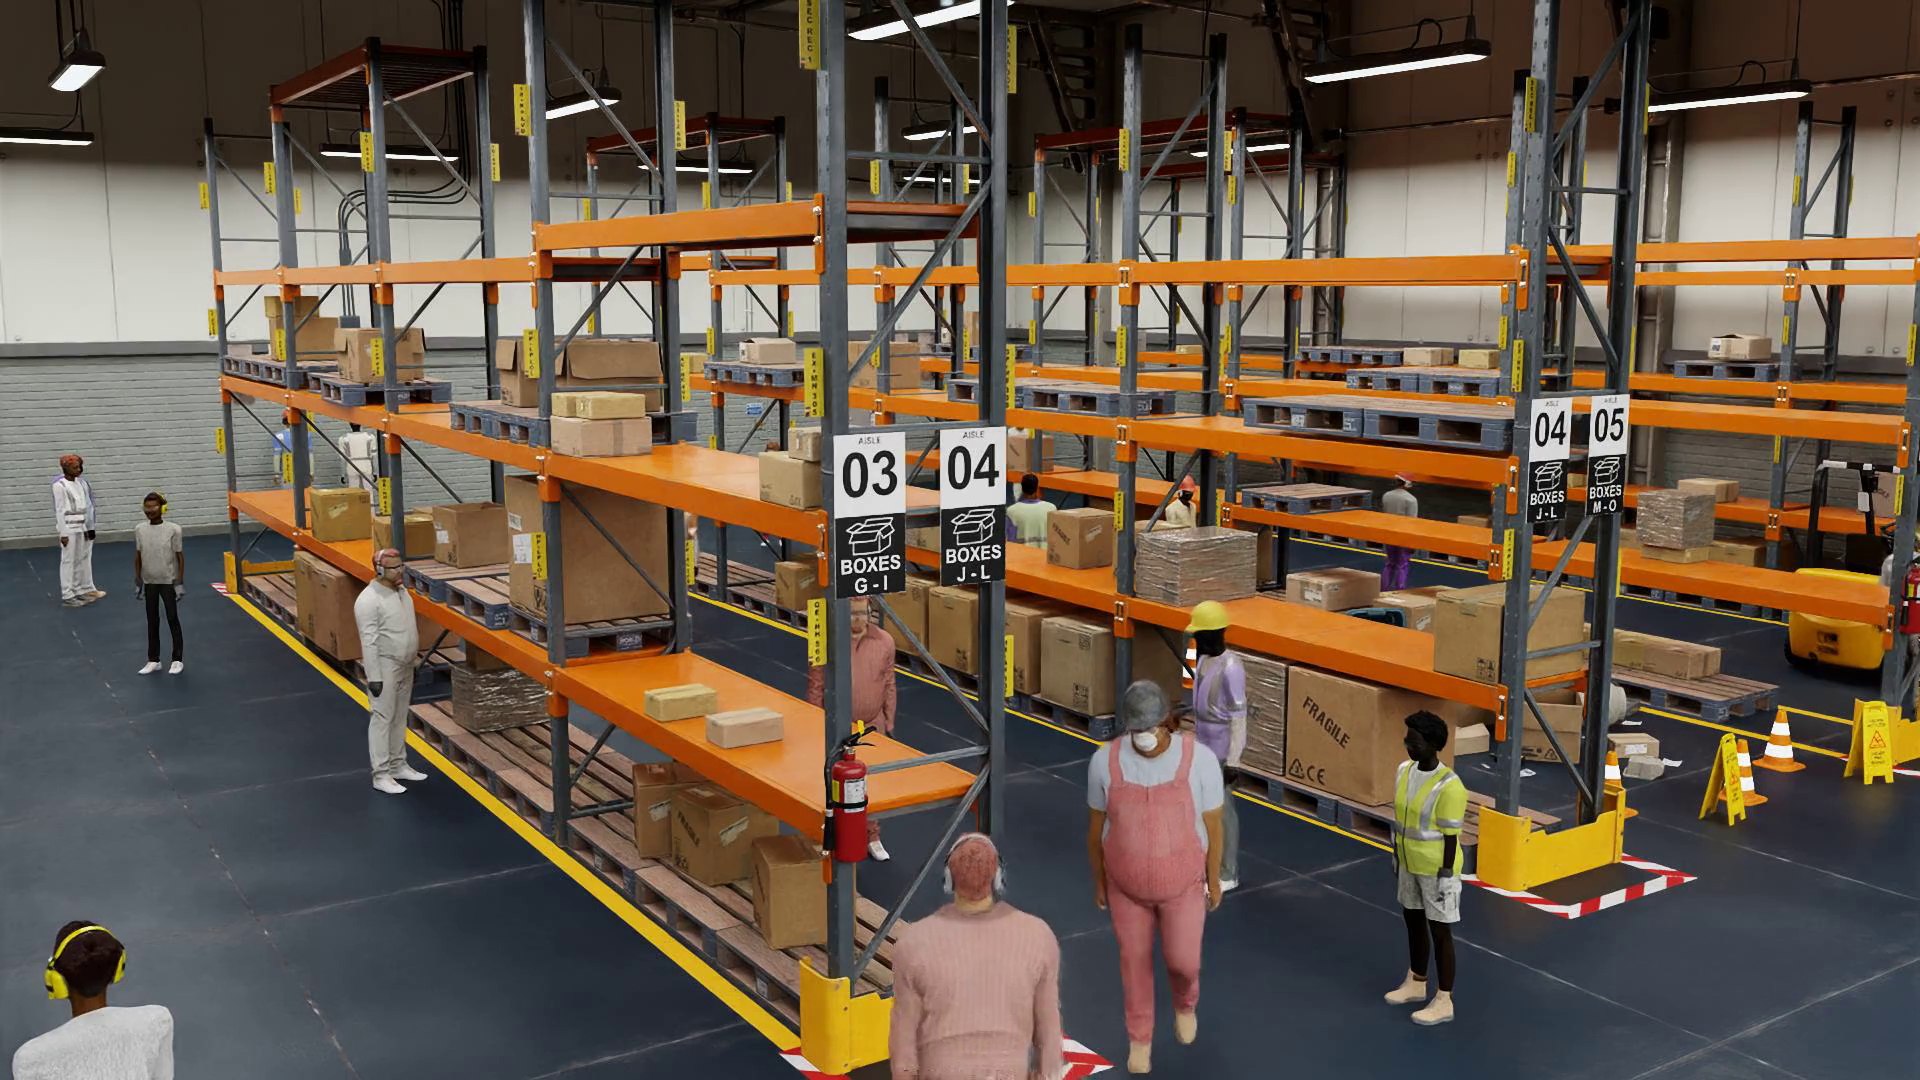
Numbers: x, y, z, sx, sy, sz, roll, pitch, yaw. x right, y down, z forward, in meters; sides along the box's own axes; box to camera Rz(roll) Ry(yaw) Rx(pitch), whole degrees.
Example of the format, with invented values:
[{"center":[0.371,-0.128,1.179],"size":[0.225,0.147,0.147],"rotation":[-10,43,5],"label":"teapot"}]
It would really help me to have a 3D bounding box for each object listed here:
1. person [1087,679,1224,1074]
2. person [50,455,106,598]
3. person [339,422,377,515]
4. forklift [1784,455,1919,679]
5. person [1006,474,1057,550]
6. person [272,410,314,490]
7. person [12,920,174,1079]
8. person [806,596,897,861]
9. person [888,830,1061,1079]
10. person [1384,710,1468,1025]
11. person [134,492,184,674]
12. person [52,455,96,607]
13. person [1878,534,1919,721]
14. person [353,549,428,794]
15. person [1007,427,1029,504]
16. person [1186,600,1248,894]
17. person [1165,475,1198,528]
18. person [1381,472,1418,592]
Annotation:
[{"center":[0.954,1.659,8.317],"size":[0.697,2.000,0.544],"rotation":[2,9,13],"label":"person"},{"center":[-11.213,-0.167,21.136],"size":[0.626,1.844,0.429],"rotation":[4,9,25],"label":"person"},{"center":[-9.838,-1.118,27.211],"size":[0.585,1.918,0.380],"rotation":[-4,10,-28],"label":"person"},{"center":[9.643,0.253,17.172],"size":[2.313,2.155,1.214],"rotation":[-6,10,-33],"label":"forklift"},{"center":[0.784,0.232,18.241],"size":[0.587,1.915,0.393],"rotation":[-2,9,-14],"label":"person"},{"center":[-10.706,-1.105,26.716],"size":[0.612,2.039,0.392],"rotation":[-5,10,-31],"label":"person"},{"center":[-2.844,2.160,5.530],"size":[0.328,1.877,0.513],"rotation":[8,11,41],"label":"person"},{"center":[-0.723,1.270,11.356],"size":[0.643,1.908,0.411],"rotation":[-3,9,-22],"label":"person"},{"center":[0.063,2.050,6.238],"size":[0.657,1.890,0.644],"rotation":[-1,9,-9],"label":"person"},{"center":[2.500,1.741,8.936],"size":[0.321,1.689,0.530],"rotation":[-3,9,-22],"label":"person"},{"center":[-8.180,0.441,16.975],"size":[0.512,1.877,0.328],"rotation":[0,9,0],"label":"person"},{"center":[-11.026,-0.118,20.670],"size":[0.346,1.882,0.578],"rotation":[0,9,-3],"label":"person"},{"center":[8.679,0.766,15.156],"size":[0.406,1.782,0.634],"rotation":[-7,11,-40],"label":"person"},{"center":[-4.450,1.013,13.064],"size":[0.408,1.909,0.638],"rotation":[1,9,9],"label":"person"},{"center":[1.140,-1.553,30.752],"size":[0.573,1.724,0.770],"rotation":[2,9,10],"label":"person"},{"center":[1.658,1.337,10.842],"size":[0.385,1.924,0.595],"rotation":[-2,9,-12],"label":"person"},{"center":[2.631,0.108,19.591],"size":[0.338,1.752,0.565],"rotation":[7,11,39],"label":"person"},{"center":[5.485,-0.039,20.618],"size":[0.369,1.741,0.578],"rotation":[-5,10,-28],"label":"person"}]
